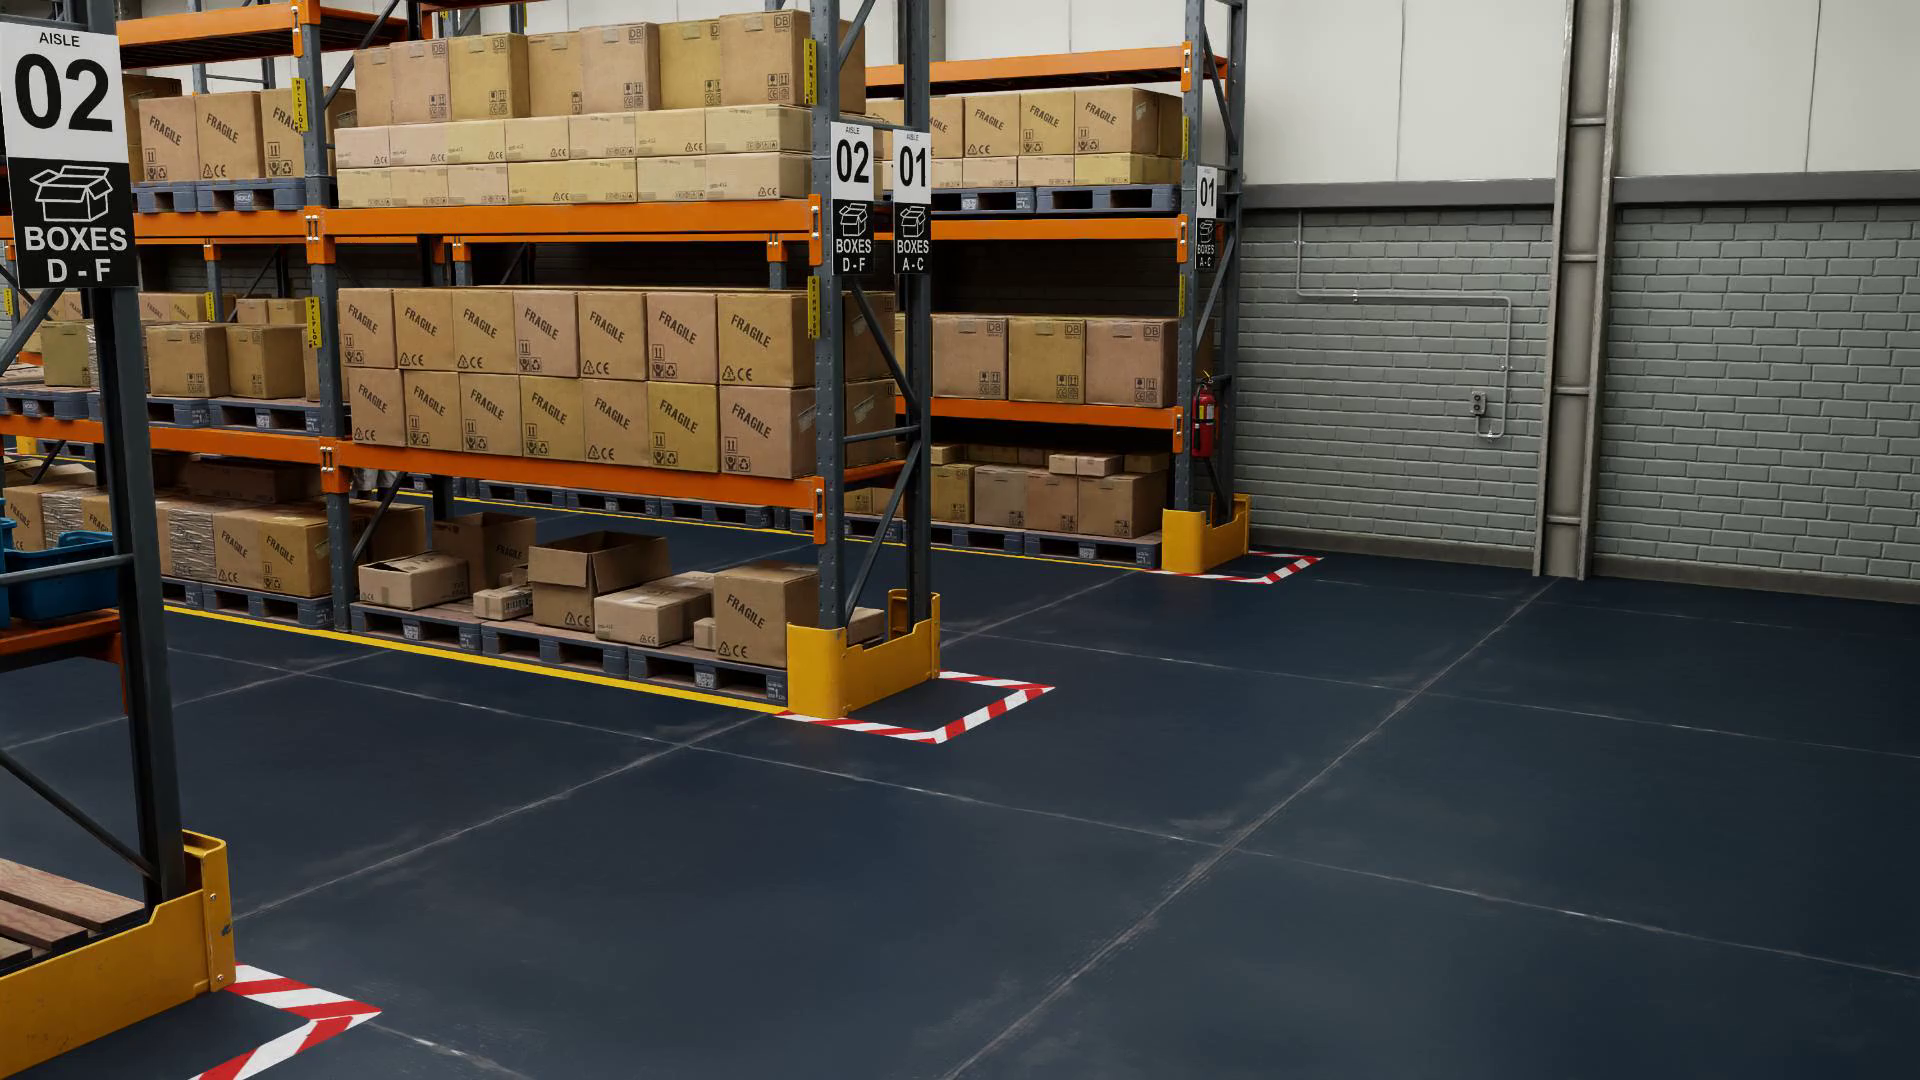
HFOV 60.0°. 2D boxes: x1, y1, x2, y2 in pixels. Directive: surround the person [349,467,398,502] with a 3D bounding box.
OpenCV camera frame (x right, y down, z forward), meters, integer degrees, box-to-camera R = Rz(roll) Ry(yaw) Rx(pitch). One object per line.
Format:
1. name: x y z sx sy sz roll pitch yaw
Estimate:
1. person: -4.760 -0.737 13.565 0.372 1.933 0.551 6 11 31
